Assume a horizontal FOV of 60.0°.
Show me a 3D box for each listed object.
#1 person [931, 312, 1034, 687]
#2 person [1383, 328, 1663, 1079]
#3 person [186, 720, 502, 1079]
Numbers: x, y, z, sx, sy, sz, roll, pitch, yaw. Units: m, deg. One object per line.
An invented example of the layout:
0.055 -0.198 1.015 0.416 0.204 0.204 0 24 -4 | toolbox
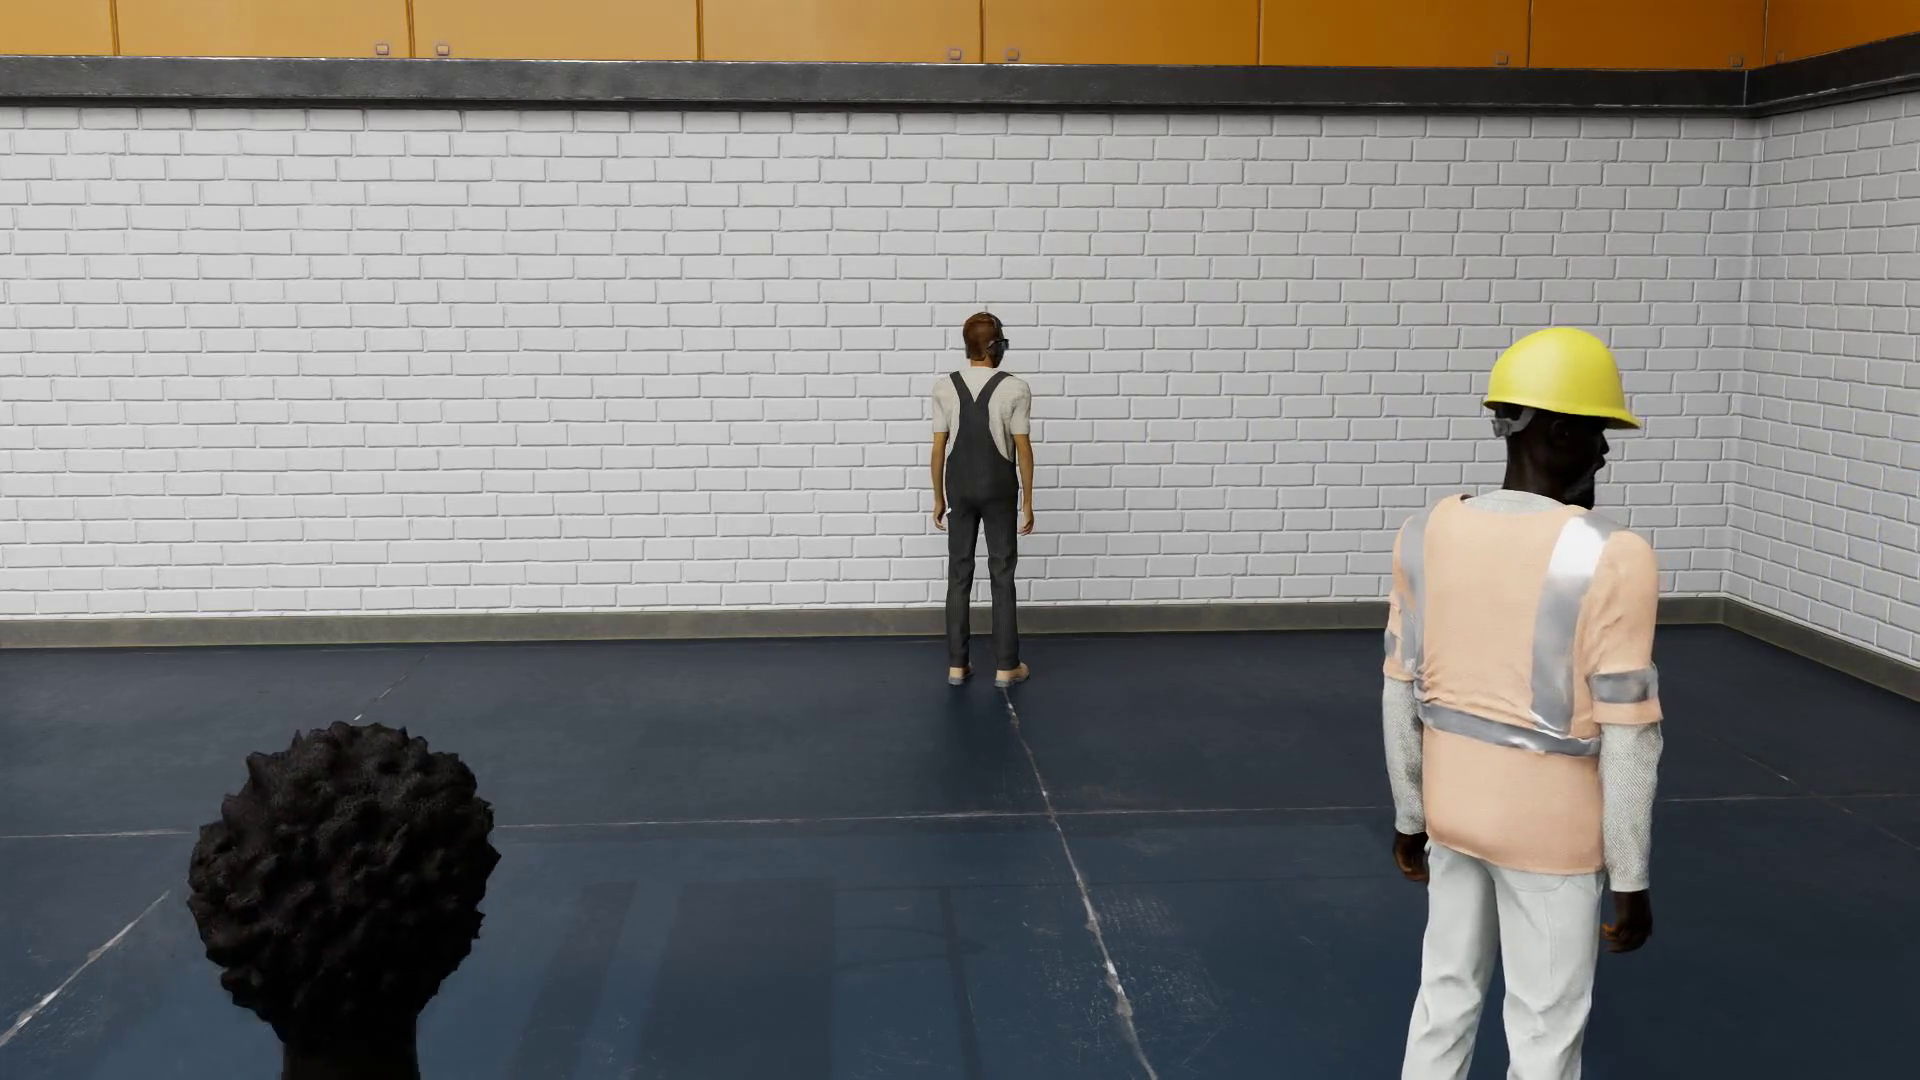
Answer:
0.111 -0.194 8.197 0.517 1.841 0.324 2 9 15 | person
1.094 0.553 3.260 0.383 1.922 0.587 -6 11 -34 | person
-0.460 0.972 1.369 0.544 1.677 0.408 -2 9 -15 | person
